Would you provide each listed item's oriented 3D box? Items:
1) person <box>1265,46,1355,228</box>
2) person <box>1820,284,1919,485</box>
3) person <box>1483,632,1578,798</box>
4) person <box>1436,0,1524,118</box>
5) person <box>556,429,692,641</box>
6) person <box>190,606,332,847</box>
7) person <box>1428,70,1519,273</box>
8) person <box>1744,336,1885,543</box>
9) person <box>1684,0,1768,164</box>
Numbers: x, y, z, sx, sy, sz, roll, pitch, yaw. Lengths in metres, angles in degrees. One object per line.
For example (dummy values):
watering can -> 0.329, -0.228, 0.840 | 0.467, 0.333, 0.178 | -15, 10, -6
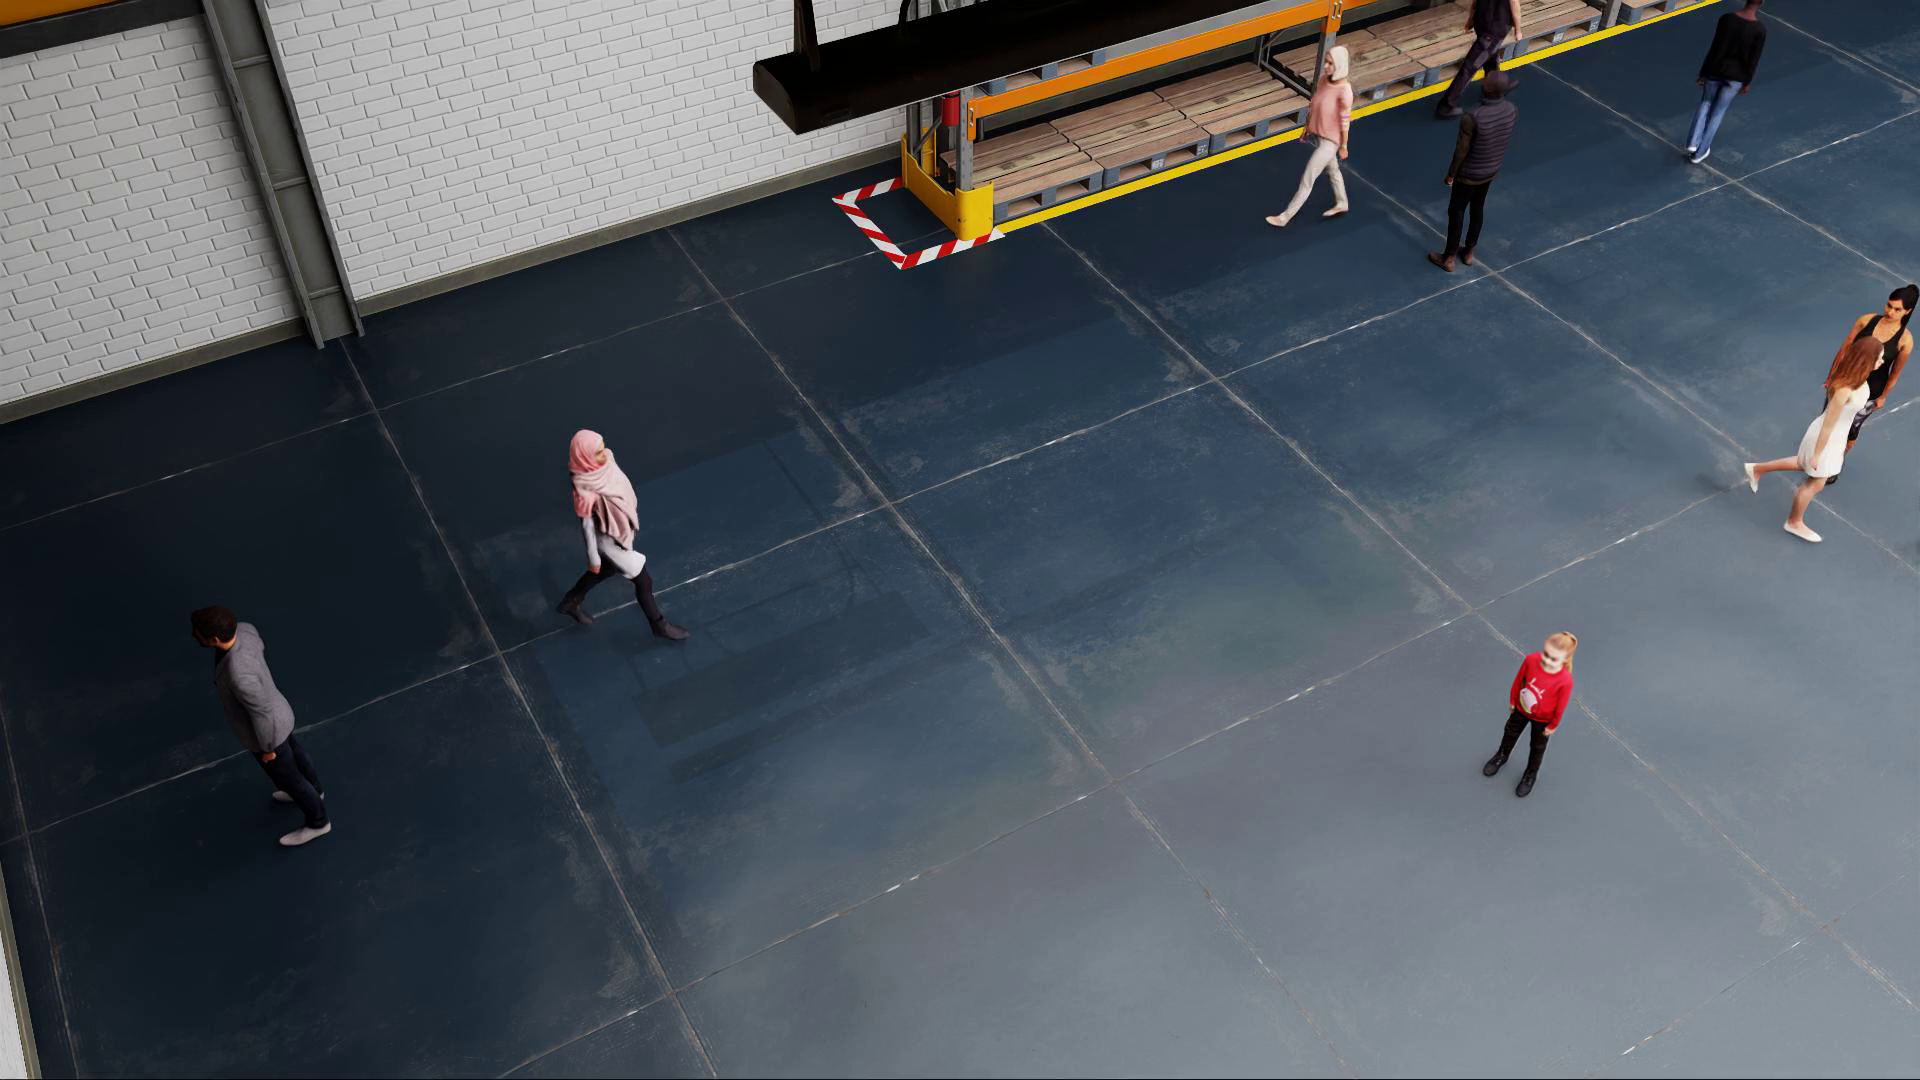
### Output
person -> 3.278, -3.517, 14.551 | 1.159, 1.677, 0.733 | -15, 46, -15
person -> 6.537, -1.145, 12.074 | 0.633, 1.658, 0.599 | 34, 53, 30
person -> 3.489, 1.024, 10.072 | 0.533, 1.280, 0.544 | 34, 53, 31
person -> 4.958, -4.840, 15.849 | 1.243, 1.802, 0.843 | -13, 45, -13
person -> -2.350, -0.010, 10.806 | 1.229, 1.764, 1.094 | 5, 44, 6
person -> -4.022, 1.049, 9.617 | 0.635, 1.871, 0.724 | -14, 45, -15
person -> 4.343, -3.112, 14.010 | 0.532, 1.836, 0.770 | -18, 46, -18
person -> 5.967, -0.751, 11.633 | 0.799, 1.697, 0.933 | 33, 53, 30
person -> 6.988, -4.232, 15.258 | 0.707, 1.737, 0.747 | 30, 51, 28
